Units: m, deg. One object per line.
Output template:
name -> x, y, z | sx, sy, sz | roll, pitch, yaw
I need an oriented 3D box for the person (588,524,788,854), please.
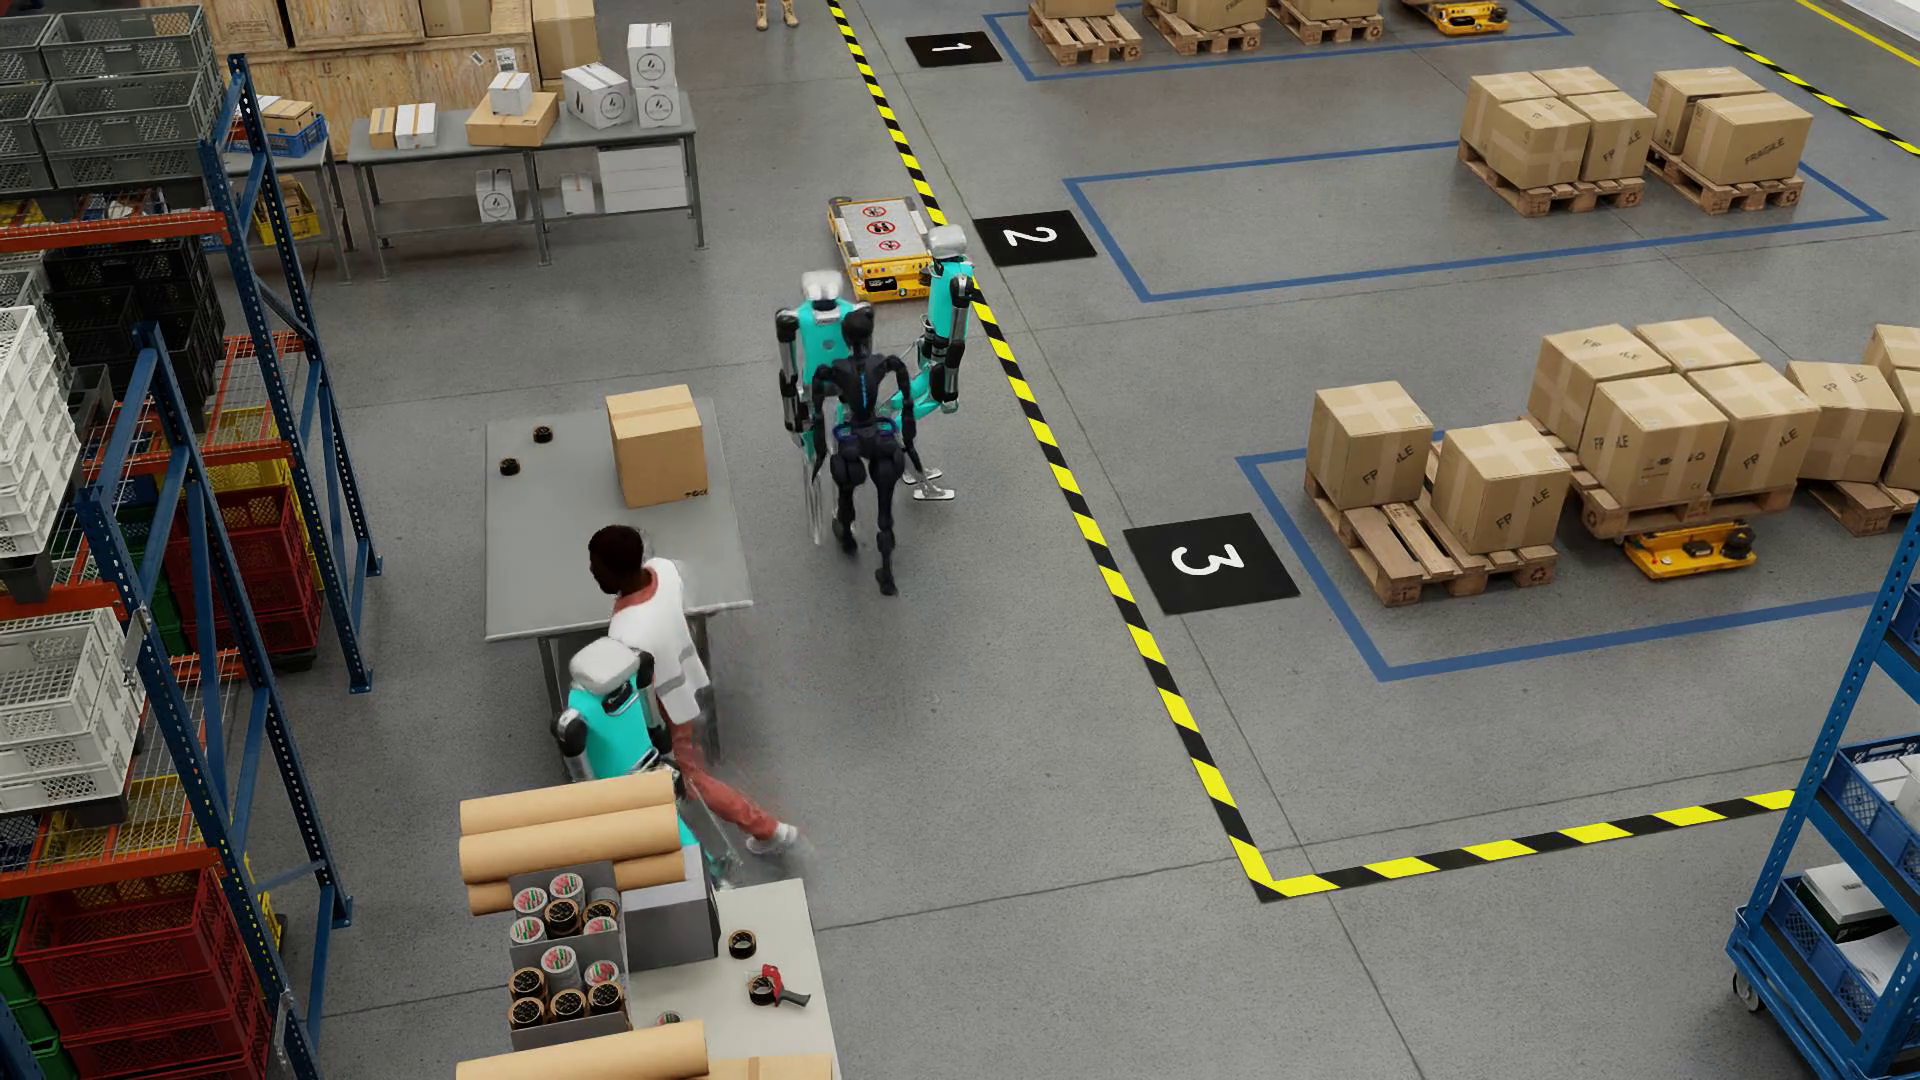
person -> -1.232, 0.703, 7.269 | 0.879, 1.879, 0.600 | 4, 37, 5

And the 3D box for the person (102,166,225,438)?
person -> -4.928, -1.475, 10.228 | 0.506, 1.838, 0.336 | 25, 43, 30

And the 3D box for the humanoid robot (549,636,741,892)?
humanoid robot -> -1.091, 1.217, 6.721 | 0.900, 1.813, 0.558 | 19, 41, 23

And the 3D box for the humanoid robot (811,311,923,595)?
humanoid robot -> -0.522, -0.526, 9.101 | 0.616, 1.626, 0.713 | -8, 37, -11

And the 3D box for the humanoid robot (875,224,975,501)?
humanoid robot -> -0.281, -0.980, 9.528 | 0.735, 1.677, 0.533 | -8, 37, -11

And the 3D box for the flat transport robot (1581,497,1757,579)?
flat transport robot -> 4.060, -0.300, 9.933 | 0.652, 0.197, 1.431 | -8, 37, -10

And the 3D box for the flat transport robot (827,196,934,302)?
flat transport robot -> -0.570, -2.220, 12.538 | 0.659, 0.231, 1.431 | -8, 37, -10

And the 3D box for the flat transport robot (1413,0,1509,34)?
flat transport robot -> 4.955, -5.506, 16.931 | 0.652, 0.197, 1.431 | -8, 37, -10

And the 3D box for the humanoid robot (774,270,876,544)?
humanoid robot -> -0.762, -0.772, 9.382 | 0.538, 1.821, 0.686 | -7, 37, -10

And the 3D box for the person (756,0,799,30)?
person -> -1.831, -5.990, 16.119 | 0.613, 2.042, 0.371 | -9, 38, -12
